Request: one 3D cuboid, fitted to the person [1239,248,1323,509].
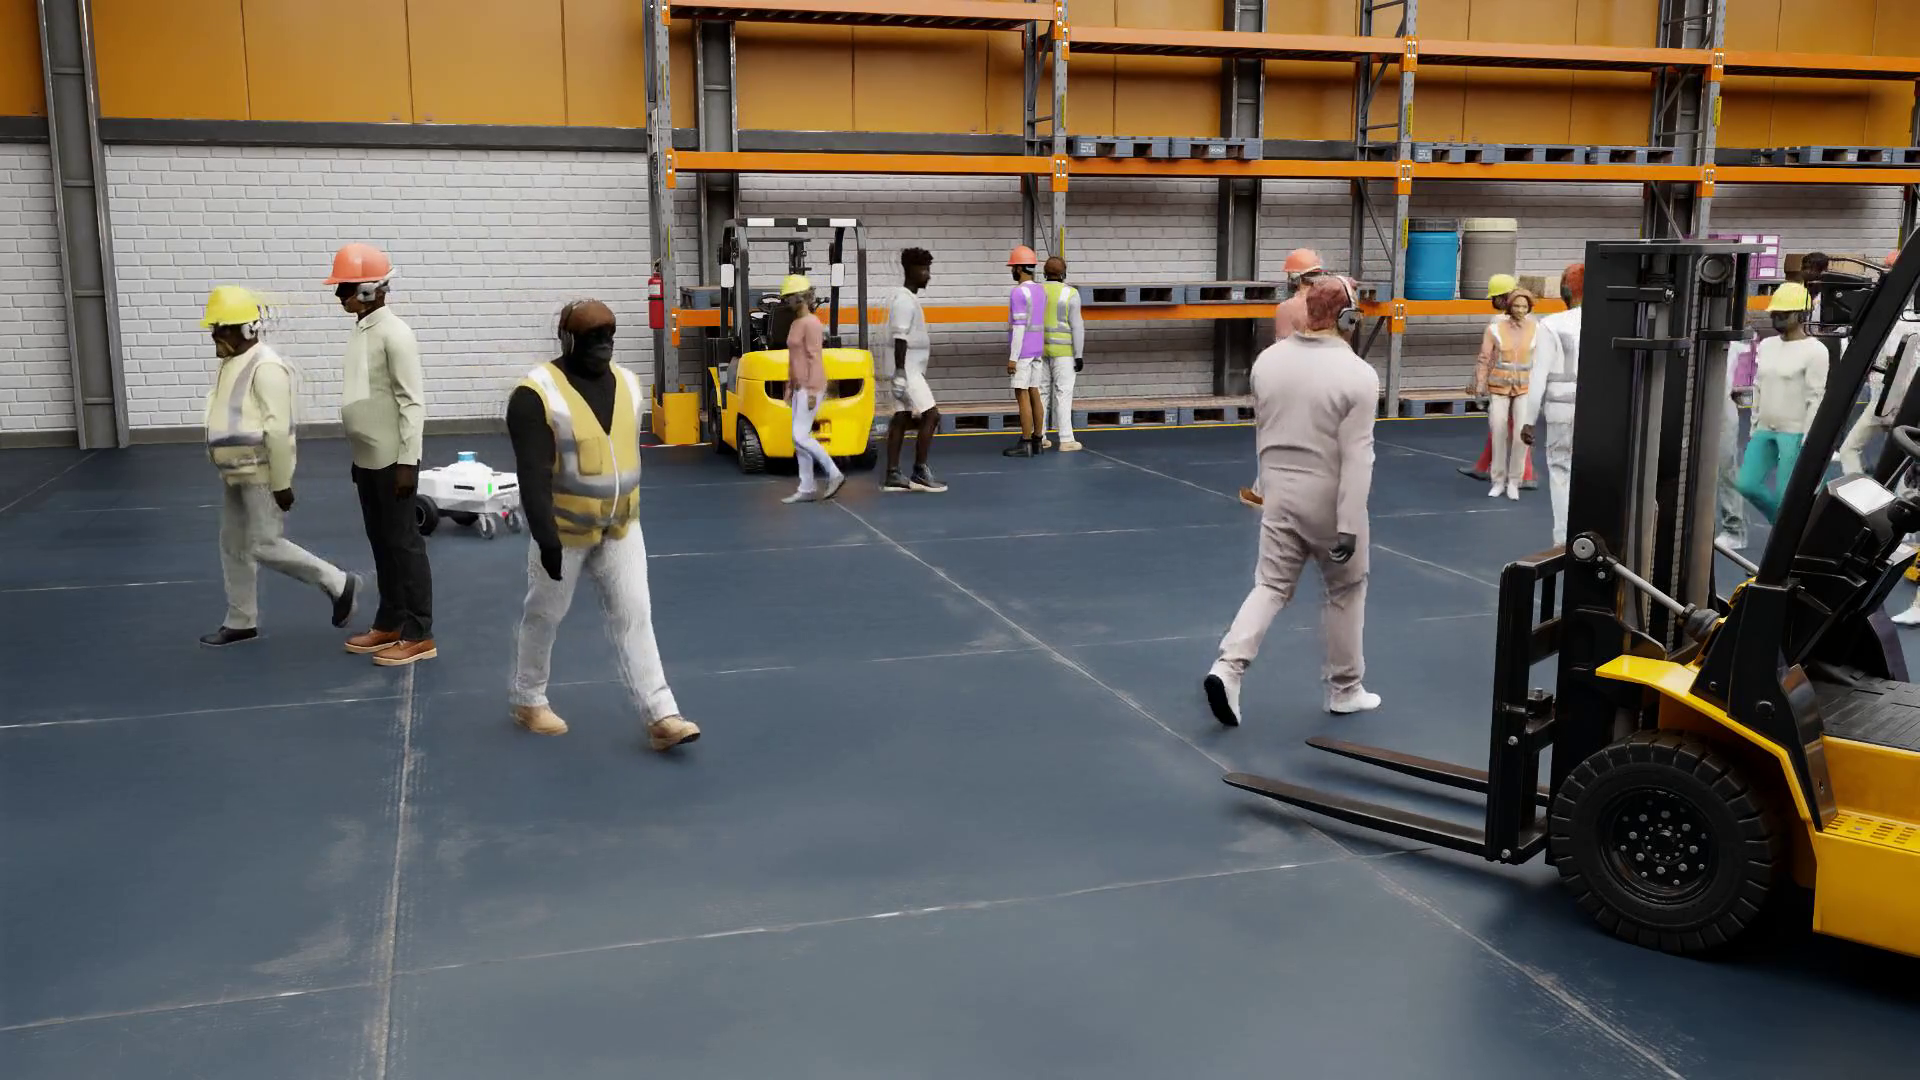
[{"bbox_3d":[2.487,-1.135,12.070,0.639,1.942,1.052,-6,12,-31],"label":"person"}]

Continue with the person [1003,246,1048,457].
[{"bbox_3d":[0.579,-1.731,15.345,0.371,1.935,0.551,6,12,29],"label":"person"}]

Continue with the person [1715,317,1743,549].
[{"bbox_3d":[4.740,-0.767,10.721,0.820,1.697,0.490,-2,10,-10],"label":"person"}]

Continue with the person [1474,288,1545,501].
[{"bbox_3d":[4.261,-1.121,12.840,0.559,1.623,0.445,2,11,13],"label":"person"}]

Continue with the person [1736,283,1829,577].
[{"bbox_3d":[4.896,-0.645,9.874,0.404,1.752,0.546,-3,11,-18],"label":"person"}]

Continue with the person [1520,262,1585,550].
[{"bbox_3d":[3.768,-0.761,10.210,0.606,1.870,0.423,-3,11,-14],"label":"person"}]

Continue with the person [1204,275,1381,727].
[{"bbox_3d":[1.417,-0.149,6.854,0.875,1.874,0.639,-10,14,-43],"label":"person"}]

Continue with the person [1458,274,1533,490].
[{"bbox_3d":[4.348,-1.279,13.473,0.824,1.718,0.525,9,14,42],"label":"person"}]

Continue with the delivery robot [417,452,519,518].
[{"bbox_3d":[-3.363,-0.359,11.361,0.707,0.478,0.477,5,11,25],"label":"delivery robot"}]

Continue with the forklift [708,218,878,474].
[{"bbox_3d":[-1.522,-1.778,14.899,1.214,2.155,2.313,-3,11,-17],"label":"forklift"}]

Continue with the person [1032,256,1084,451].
[{"bbox_3d":[0.907,-1.764,15.793,0.633,1.842,0.429,7,12,33],"label":"person"}]

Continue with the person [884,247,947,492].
[{"bbox_3d":[-0.320,-1.332,13.146,0.666,1.937,0.635,-1,10,-3],"label":"person"}]

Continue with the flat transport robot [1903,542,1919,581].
[{"bbox_3d":[5.834,0.225,9.195,0.652,0.197,1.431,1,10,5],"label":"flat transport robot"}]

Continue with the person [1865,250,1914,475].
[{"bbox_3d":[7.835,-1.459,13.918,0.490,1.911,0.561,-1,10,-3],"label":"person"}]

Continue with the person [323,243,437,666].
[{"bbox_3d":[-2.756,-0.401,7.903,0.390,1.990,0.623,-9,14,-40],"label":"person"}]

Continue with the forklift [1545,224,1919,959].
[{"bbox_3d":[2.909,0.117,4.508,2.313,2.155,1.214,9,14,40],"label":"forklift"}]

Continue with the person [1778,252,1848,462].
[{"bbox_3d":[7.638,-1.635,14.975,0.893,1.873,0.624,0,10,2],"label":"person"}]

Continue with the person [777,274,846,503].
[{"bbox_3d":[-1.165,-1.132,12.625,0.427,1.740,0.548,-4,11,-19],"label":"person"}]

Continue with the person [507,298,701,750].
[{"bbox_3d":[-1.476,-0.052,6.572,0.971,1.784,0.659,10,14,43],"label":"person"}]

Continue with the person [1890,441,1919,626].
[{"bbox_3d":[5.080,-0.349,8.629,0.664,1.613,0.550,0,10,1],"label":"person"}]

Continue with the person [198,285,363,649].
[{"bbox_3d":[-3.409,-0.359,8.224,0.688,1.802,0.604,-8,13,-39],"label":"person"}]

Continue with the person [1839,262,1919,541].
[{"bbox_3d":[6.167,-0.925,11.175,0.523,1.848,0.658,-7,12,-33],"label":"person"}]
